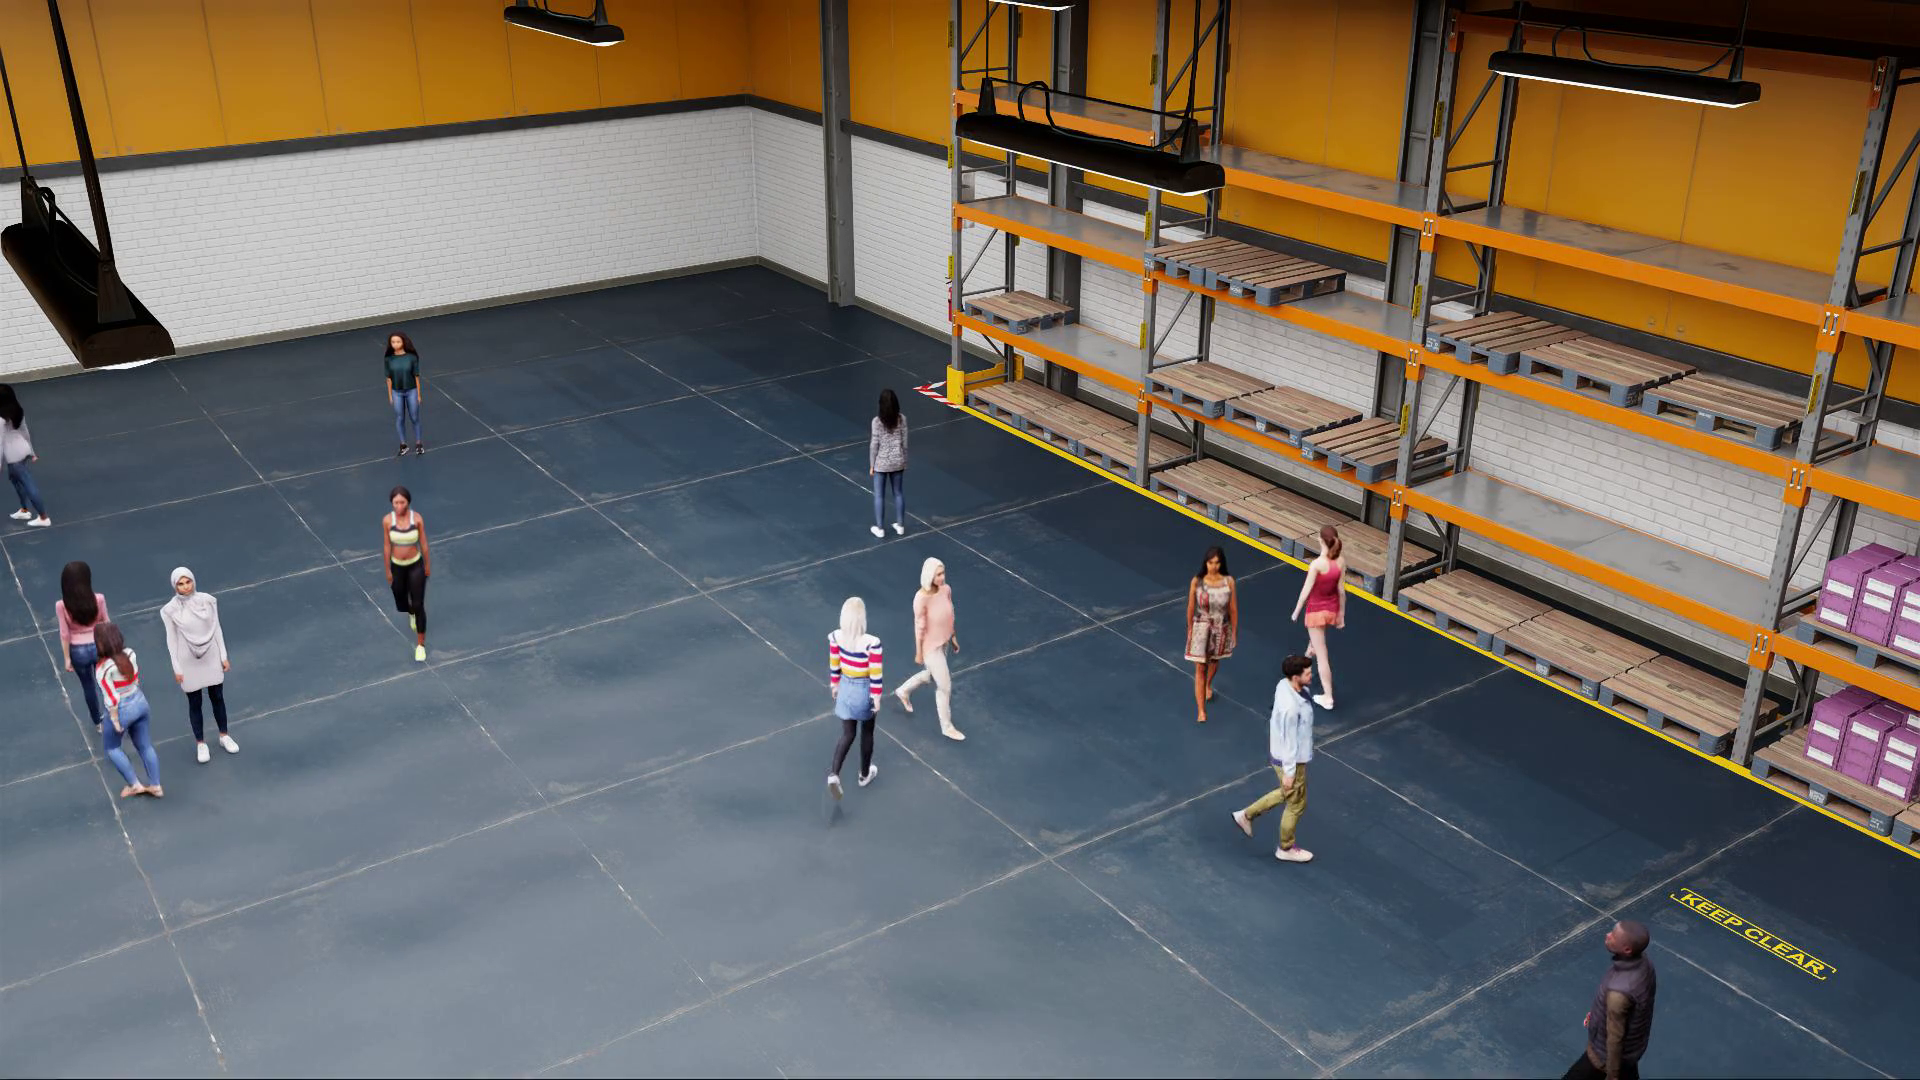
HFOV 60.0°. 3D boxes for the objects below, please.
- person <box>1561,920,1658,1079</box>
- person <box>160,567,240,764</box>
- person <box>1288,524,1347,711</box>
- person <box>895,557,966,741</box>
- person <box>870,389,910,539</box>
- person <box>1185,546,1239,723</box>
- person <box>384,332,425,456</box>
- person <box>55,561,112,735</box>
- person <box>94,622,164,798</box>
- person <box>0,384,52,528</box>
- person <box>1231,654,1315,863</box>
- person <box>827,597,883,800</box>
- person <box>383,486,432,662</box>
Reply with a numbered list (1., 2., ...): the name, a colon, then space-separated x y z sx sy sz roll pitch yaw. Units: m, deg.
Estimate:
1. person: 3.946 3.047 9.823 1.269 1.790 0.928 18 29 35
2. person: -6.589 1.054 14.401 0.617 1.775 0.534 -18 29 -35
3. person: 3.356 0.729 15.219 0.629 1.716 1.085 -13 27 -27
4. person: -0.288 0.917 14.813 1.154 1.697 0.866 15 28 30
5. person: -0.807 -0.877 18.874 0.652 1.731 0.582 -10 26 -23
6. person: 2.302 0.795 15.213 1.029 1.600 1.172 1 24 2
7. person: -7.126 -1.896 21.348 0.695 1.617 0.720 -4 24 -9
8. person: -7.579 1.029 14.537 0.634 1.712 1.064 -15 28 -30
9. person: -6.821 1.431 13.759 0.746 1.599 0.701 9 25 20
10. person: -10.700 -0.949 19.056 0.877 1.718 0.842 -1 24 -2
11. person: 2.483 1.687 12.929 1.046 1.796 0.985 4 24 10
12. person: -0.891 1.332 13.749 1.033 1.788 1.006 10 26 22
13. person: -5.387 0.273 16.233 0.816 1.739 1.040 -5 24 -11
